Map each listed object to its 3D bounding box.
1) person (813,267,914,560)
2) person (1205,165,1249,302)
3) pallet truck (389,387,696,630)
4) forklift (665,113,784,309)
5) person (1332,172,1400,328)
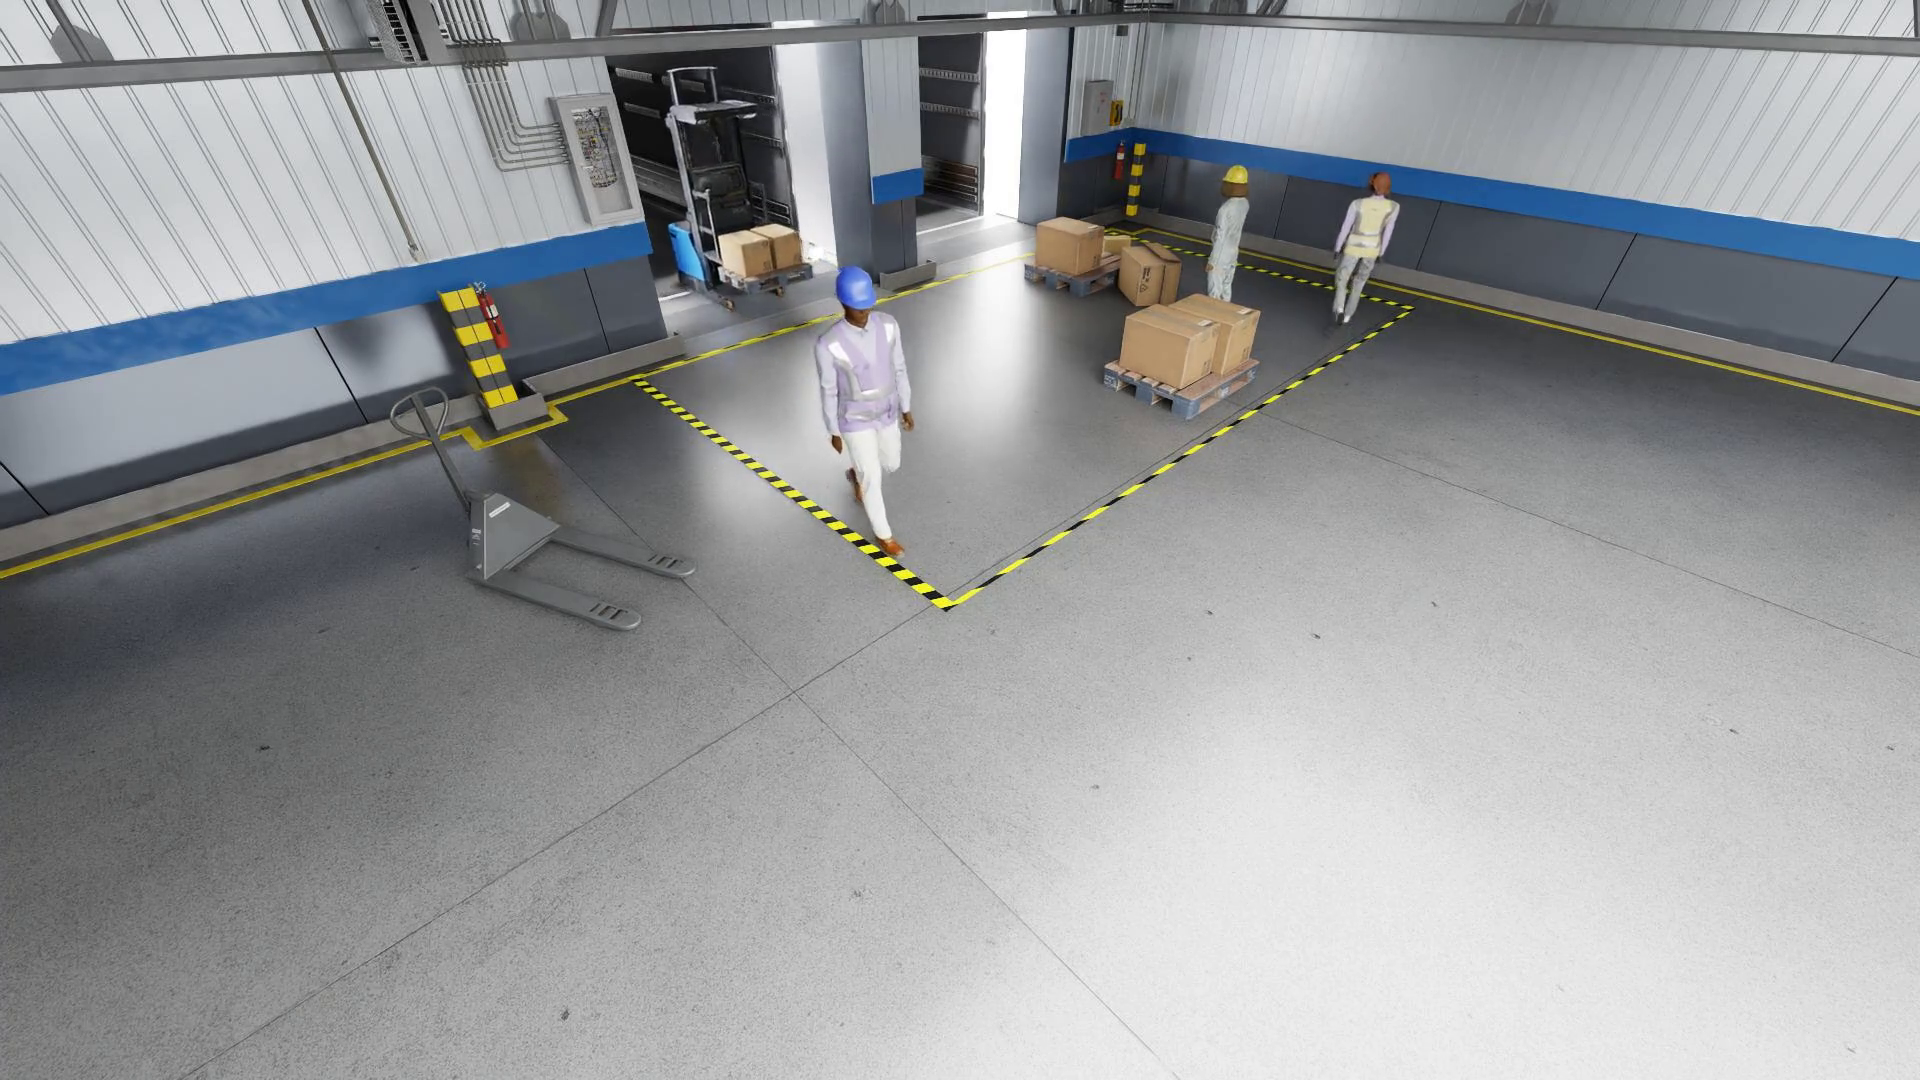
[{"bbox_3d":[-0.629,-0.829,4.786,0.599,1.921,0.861,-29,46,-32],"label":"person"},{"bbox_3d":[2.749,-2.983,7.719,0.488,1.742,0.320,-30,47,-33],"label":"person"},{"bbox_3d":[-2.613,-0.247,4.593,1.601,1.201,0.680,14,40,17],"label":"pallet truck"},{"bbox_3d":[-3.094,-4.079,8.897,0.716,2.013,0.776,-31,47,-33],"label":"forklift"},{"bbox_3d":[4.349,-3.105,7.981,0.517,1.608,0.703,11,39,14],"label":"person"}]
